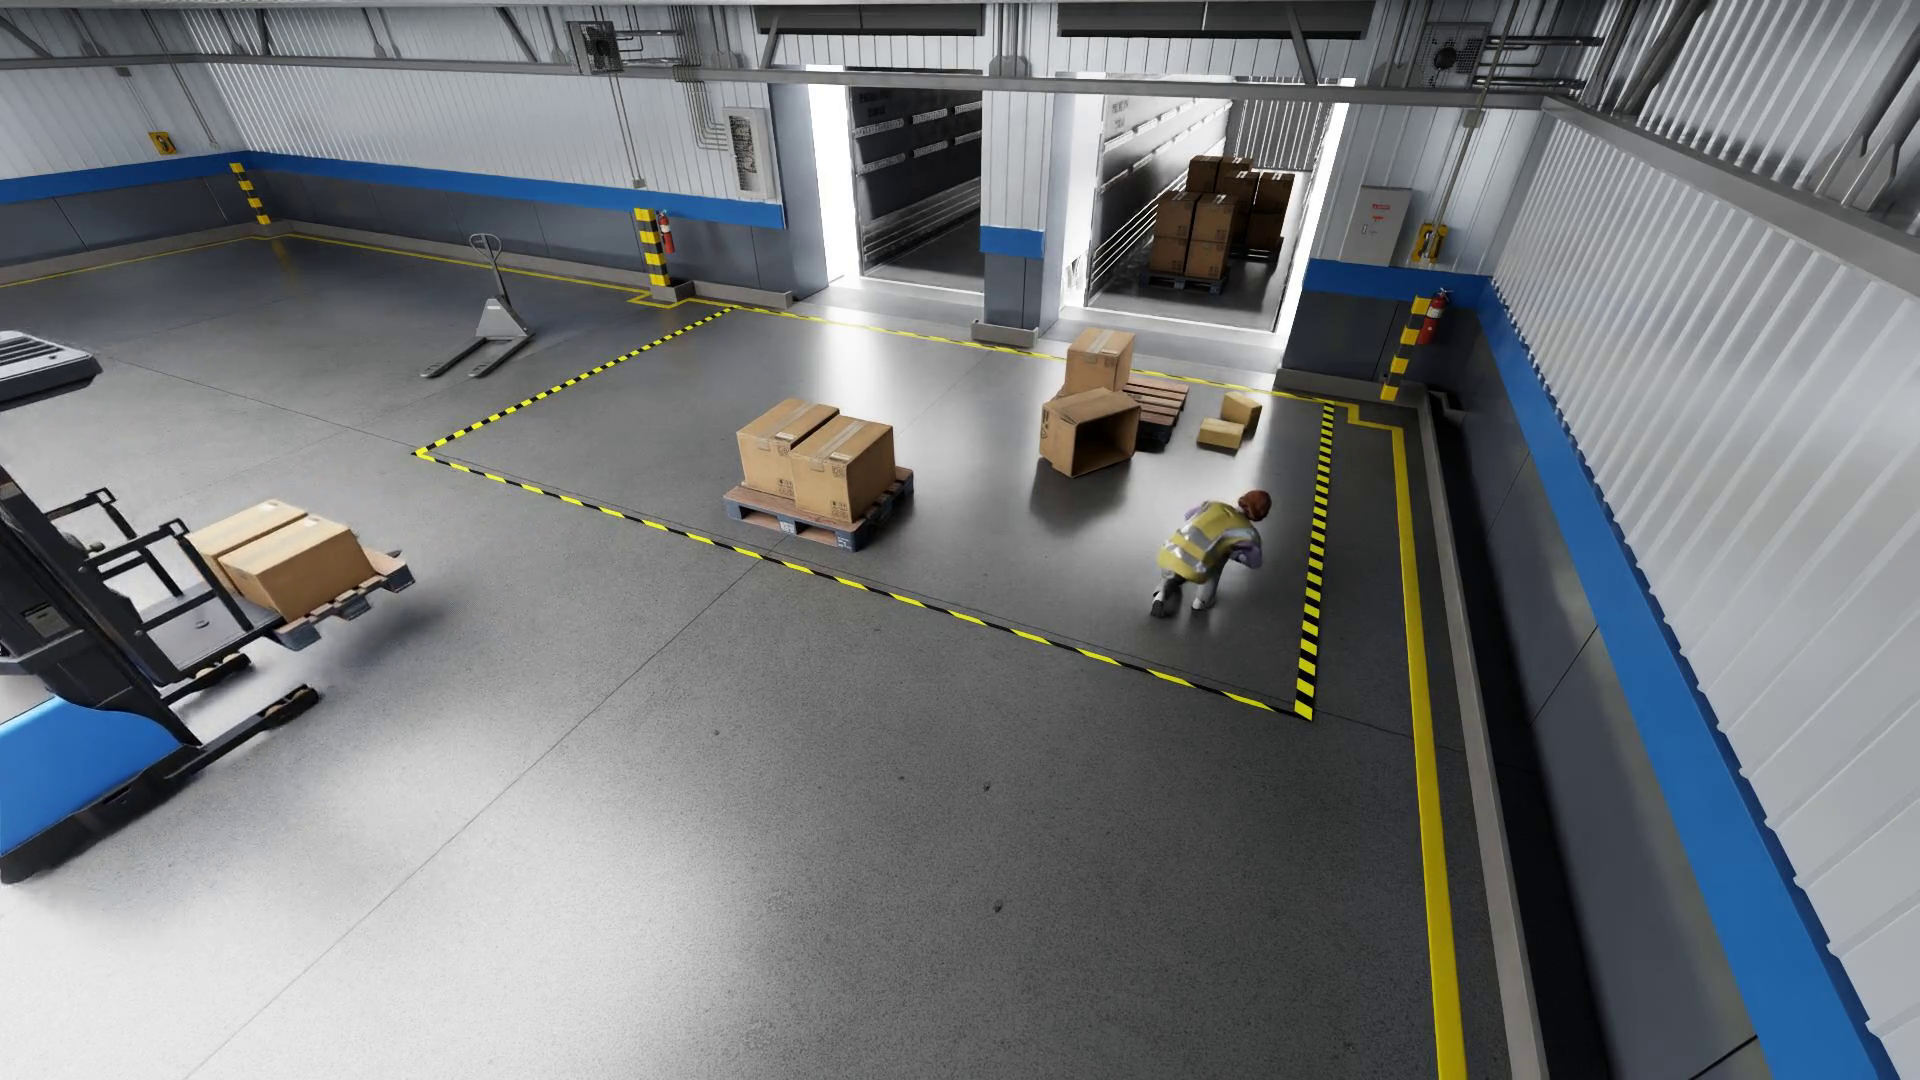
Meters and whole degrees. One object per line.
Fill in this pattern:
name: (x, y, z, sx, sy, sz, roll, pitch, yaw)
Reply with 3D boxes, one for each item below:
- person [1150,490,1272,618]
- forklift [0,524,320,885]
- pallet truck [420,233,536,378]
person: (1.616, 0.079, 4.939, 0.925, 0.799, 0.657, -26, 43, -31)
forklift: (-4.466, 0.490, 3.240, 0.716, 2.013, 0.776, 15, 38, 20)
pallet truck: (-5.664, -2.712, 8.427, 0.680, 1.201, 1.601, 0, 35, -1)
